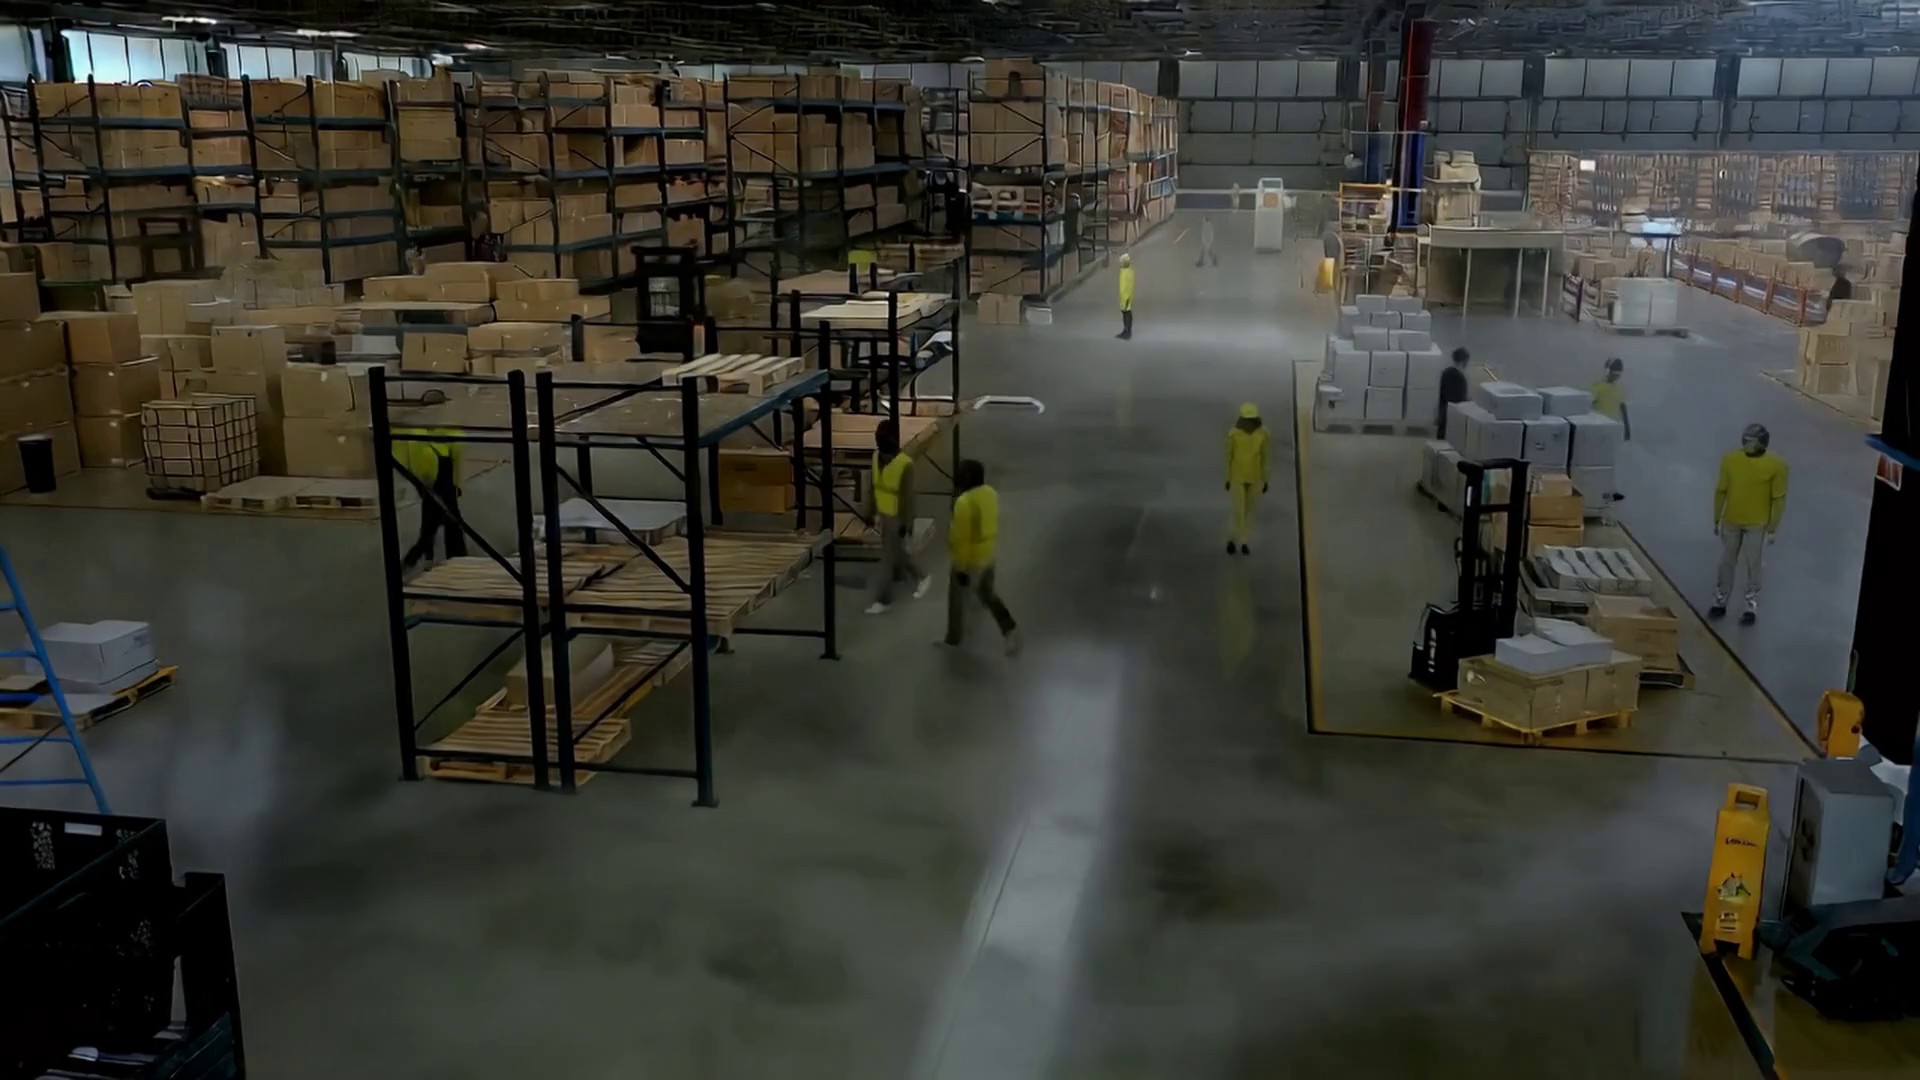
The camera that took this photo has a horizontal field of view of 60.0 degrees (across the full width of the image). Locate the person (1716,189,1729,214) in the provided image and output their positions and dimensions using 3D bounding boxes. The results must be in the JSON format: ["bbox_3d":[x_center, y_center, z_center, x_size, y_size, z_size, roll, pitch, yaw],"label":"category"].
[{"bbox_3d":[38.697,-17.014,84.519,0.589,1.785,0.967,1,14,3],"label":"person"}]

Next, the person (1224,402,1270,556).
[{"bbox_3d":[3.157,-0.666,18.302,0.486,1.723,0.471,-1,14,-2],"label":"person"}]

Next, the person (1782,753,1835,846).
[{"bbox_3d":[5.550,1.343,10.258,0.547,1.643,0.864,-10,17,-35],"label":"person"}]

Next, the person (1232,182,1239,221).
[{"bbox_3d":[14.297,-17.580,86.435,0.415,1.985,0.611,1,14,5],"label":"person"}]

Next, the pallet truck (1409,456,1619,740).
[{"bbox_3d":[4.504,0.400,13.395,0.823,1.965,1.885,-6,15,-23],"label":"pallet truck"}]

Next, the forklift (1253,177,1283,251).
[{"bbox_3d":[12.083,-12.747,64.956,1.129,2.768,1.873,3,14,10],"label":"forklift"}]

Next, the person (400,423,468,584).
[{"bbox_3d":[-5.396,-0.401,17.044,0.869,1.817,0.523,3,14,11],"label":"person"}]

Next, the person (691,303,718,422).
[{"bbox_3d":[-4.090,-2.749,26.245,0.361,1.964,0.617,13,19,42],"label":"person"}]

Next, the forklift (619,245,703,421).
[{"bbox_3d":[-4.709,-3.319,26.677,1.129,2.768,1.873,3,14,10],"label":"forklift"}]

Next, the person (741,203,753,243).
[{"bbox_3d":[-8.202,-12.025,64.055,0.465,1.891,0.598,3,14,10],"label":"person"}]

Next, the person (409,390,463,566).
[{"bbox_3d":[-5.604,-0.657,17.866,0.585,1.918,0.409,4,14,14],"label":"person"}]

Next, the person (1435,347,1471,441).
[{"bbox_3d":[6.450,-1.534,21.466,1.023,1.882,0.647,2,14,7],"label":"person"}]

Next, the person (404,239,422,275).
[{"bbox_3d":[-15.529,-7.769,47.370,0.518,1.609,0.811,3,14,12],"label":"person"}]

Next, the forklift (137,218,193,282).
[{"bbox_3d":[-16.508,-5.308,34.754,1.129,2.768,1.873,-9,16,-32],"label":"forklift"}]

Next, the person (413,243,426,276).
[{"bbox_3d":[-13.570,-6.538,41.847,0.320,1.867,0.541,-3,14,-13],"label":"person"}]

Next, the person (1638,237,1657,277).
[{"bbox_3d":[19.399,-7.719,47.008,0.547,1.677,0.399,3,14,11],"label":"person"}]

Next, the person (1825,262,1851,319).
[{"bbox_3d":[17.981,-4.696,34.122,0.560,1.984,0.636,1,14,3],"label":"person"}]

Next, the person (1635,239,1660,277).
[{"bbox_3d":[18.105,-7.007,43.829,0.605,1.823,0.503,2,14,10],"label":"person"}]

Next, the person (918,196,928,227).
[{"bbox_3d":[-1.808,-16.054,80.562,0.588,1.823,0.403,5,15,18],"label":"person"}]

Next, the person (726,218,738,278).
[{"bbox_3d":[-7.283,-9.348,53.131,0.391,1.922,0.593,-5,15,-21],"label":"person"}]

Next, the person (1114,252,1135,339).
[{"bbox_3d":[3.716,-5.497,37.458,0.368,1.939,0.542,-4,14,-17],"label":"person"}]

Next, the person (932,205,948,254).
[{"bbox_3d":[-0.822,-11.651,62.547,1.019,1.886,0.642,10,17,35],"label":"person"}]

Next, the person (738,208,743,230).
[{"bbox_3d":[-8.390,-12.069,64.683,0.568,1.686,0.543,8,16,30],"label":"person"}]

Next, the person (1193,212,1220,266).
[{"bbox_3d":[8.599,-10.403,57.552,0.975,1.865,0.646,7,15,25],"label":"person"}]

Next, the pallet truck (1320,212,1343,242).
[{"bbox_3d":[15.874,-13.227,70.310,0.680,1.201,1.601,10,17,35],"label":"pallet truck"}]

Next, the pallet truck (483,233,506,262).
[{"bbox_3d":[-11.832,-7.026,43.548,1.885,1.965,0.823,8,16,28],"label":"pallet truck"}]

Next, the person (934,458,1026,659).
[{"bbox_3d":[0.171,0.173,14.700,0.836,1.815,0.639,9,17,34],"label":"person"}]

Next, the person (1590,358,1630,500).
[{"bbox_3d":[8.260,-1.443,21.287,0.604,1.806,1.013,-6,15,-23],"label":"person"}]

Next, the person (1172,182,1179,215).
[{"bbox_3d":[11.931,-18.901,92.131,0.566,1.826,0.629,-5,15,-19],"label":"person"}]

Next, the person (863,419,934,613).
[{"bbox_3d":[-0.613,-0.263,16.375,0.866,1.890,0.610,-9,17,-33],"label":"person"}]

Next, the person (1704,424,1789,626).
[{"bbox_3d":[7.451,-0.153,15.769,0.629,1.937,0.373,13,19,42],"label":"person"}]
